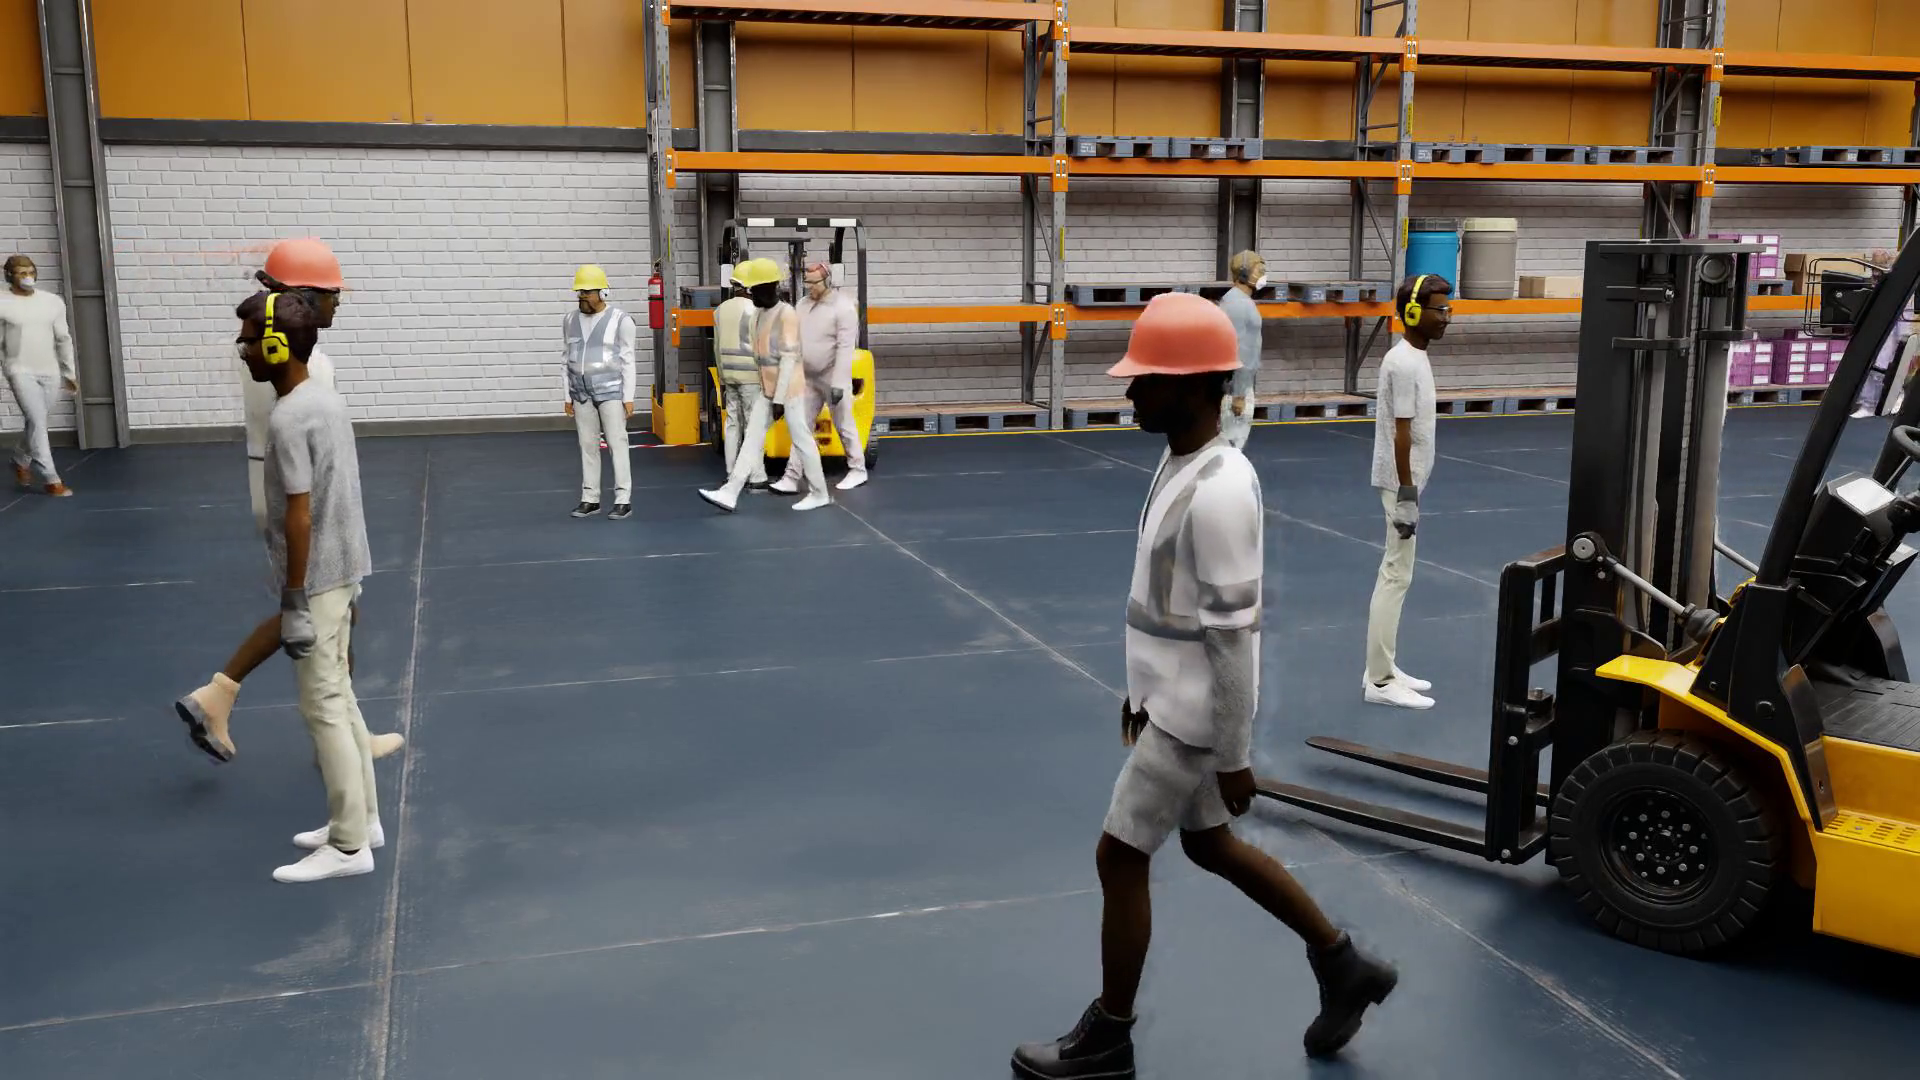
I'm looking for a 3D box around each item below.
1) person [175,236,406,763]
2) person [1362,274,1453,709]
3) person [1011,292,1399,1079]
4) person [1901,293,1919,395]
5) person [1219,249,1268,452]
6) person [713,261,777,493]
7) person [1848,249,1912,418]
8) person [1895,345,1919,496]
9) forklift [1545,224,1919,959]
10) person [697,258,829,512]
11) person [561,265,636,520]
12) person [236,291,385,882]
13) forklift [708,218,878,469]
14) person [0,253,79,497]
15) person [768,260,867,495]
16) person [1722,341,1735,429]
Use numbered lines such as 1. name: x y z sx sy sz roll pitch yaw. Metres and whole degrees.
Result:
1. person: -2.511 -0.103 6.183 0.712 2.026 0.627 -10 14 -44
2. person: 1.943 -0.213 7.224 0.310 1.864 0.533 3 11 14
3. person: 0.612 0.371 3.922 0.891 1.906 0.544 1 10 3
4. person: 11.267 -2.481 19.510 0.646 1.916 0.545 -4 11 -22
5. person: 1.947 -1.055 11.638 0.355 1.936 0.635 2 11 11
6. person: -1.688 -1.291 13.219 0.593 1.832 0.403 9 14 42
7. person: 10.282 -2.292 18.569 0.505 1.888 0.677 -4 11 -19
8. person: 7.350 -1.031 12.457 0.846 1.585 0.517 -1 10 -7
9. forklift: 2.909 0.117 4.508 2.313 2.155 1.214 9 14 40
10. person: -1.390 -1.099 12.084 1.030 1.857 0.605 -7 12 -33
11. person: -2.609 -1.056 11.965 0.596 1.826 0.403 3 11 18
12. person: -2.045 0.152 5.253 0.343 1.859 0.526 -1 10 -3
13. forklift: -1.522 -1.778 14.899 1.214 2.155 2.313 -3 11 -17
14. person: -7.390 -1.314 13.175 0.979 1.907 0.632 7 12 34
15. person: -1.093 -1.273 13.113 0.692 1.843 0.999 8 13 38
16. person: 3.586 -0.435 8.479 0.946 1.837 0.591 -7 12 -34
